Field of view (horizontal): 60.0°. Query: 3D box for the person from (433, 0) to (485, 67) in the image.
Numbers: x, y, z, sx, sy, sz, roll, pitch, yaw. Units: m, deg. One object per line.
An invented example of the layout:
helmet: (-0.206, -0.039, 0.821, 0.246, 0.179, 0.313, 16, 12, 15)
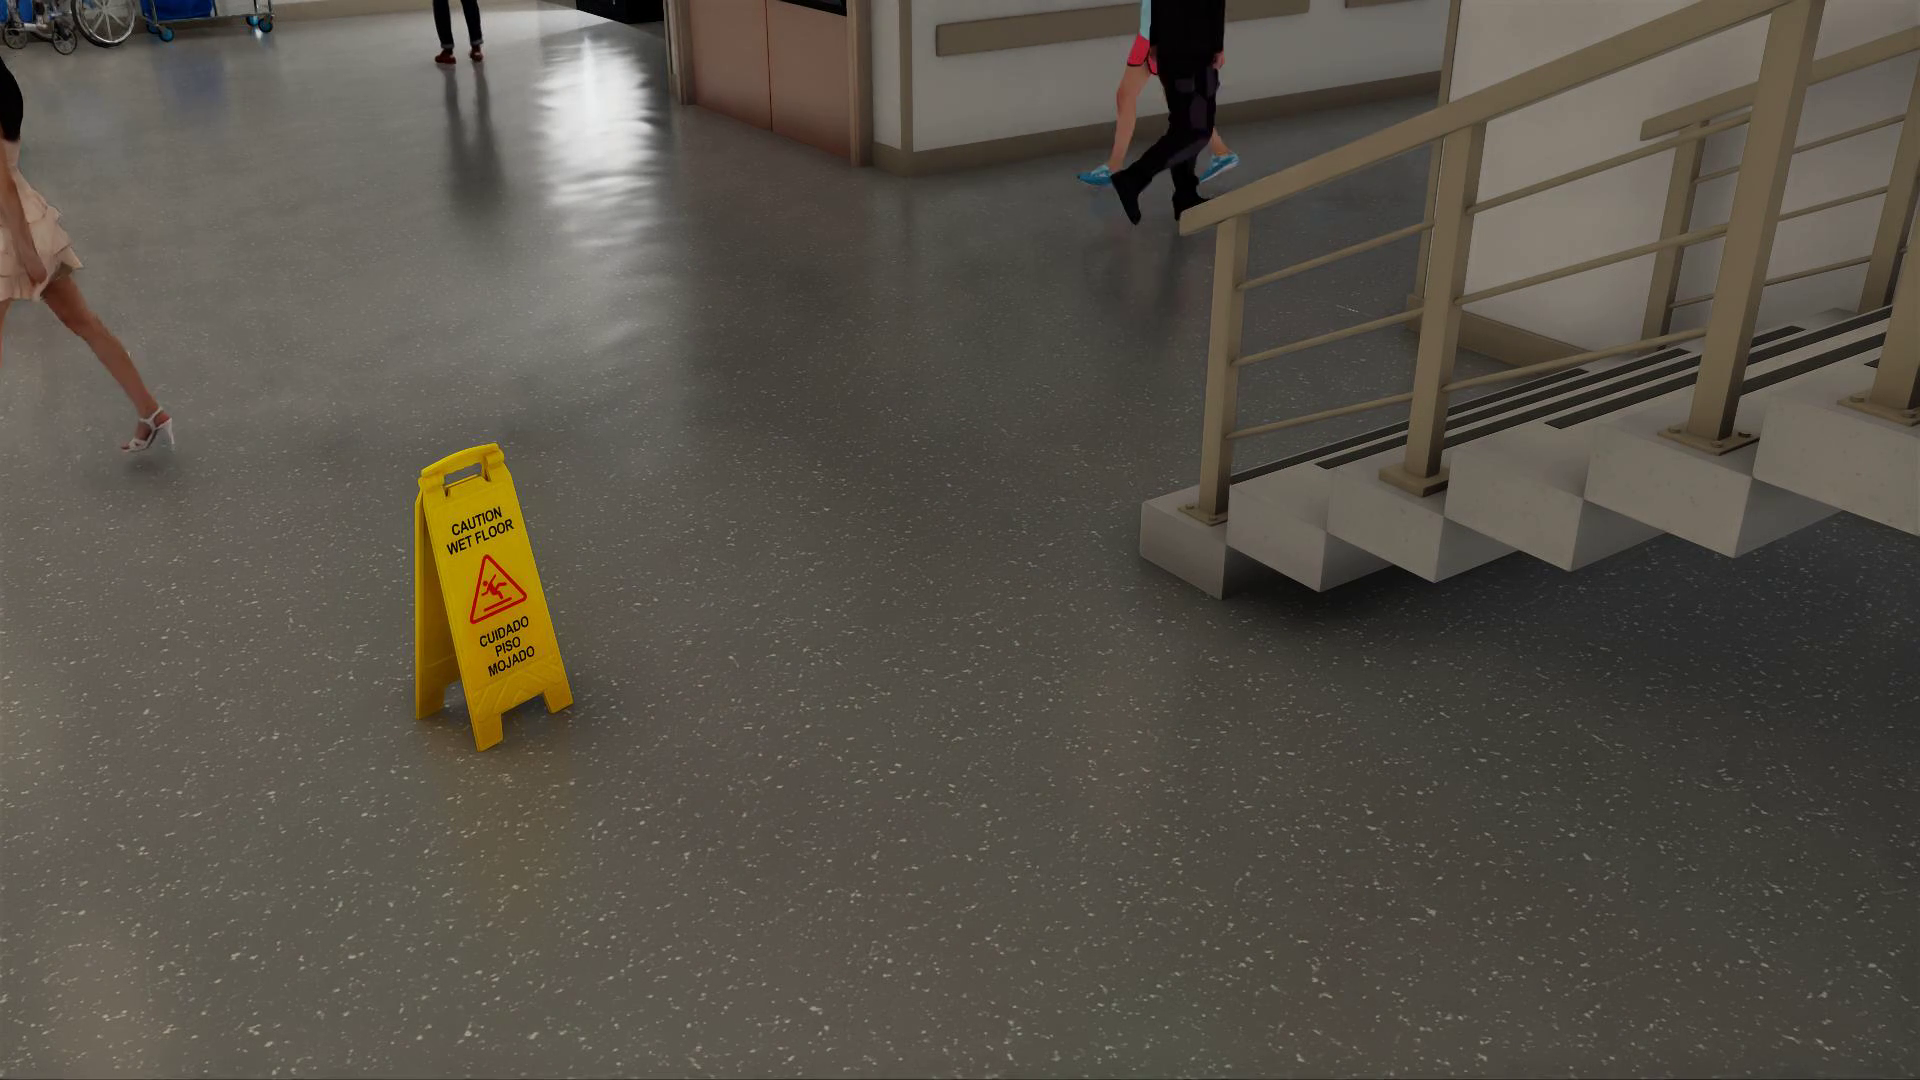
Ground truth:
person: (-4.225, -4.858, 13.662, 0.690, 1.818, 0.572, -16, 30, -30)

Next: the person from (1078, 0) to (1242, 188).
person: (1.252, -2.873, 9.653, 1.138, 1.723, 1.176, 2, 26, 4)

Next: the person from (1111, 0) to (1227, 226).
person: (1.152, -2.577, 8.852, 0.814, 1.887, 1.045, -14, 29, -27)

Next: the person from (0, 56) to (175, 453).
person: (-3.238, -1.045, 5.907, 0.880, 1.685, 1.072, -7, 27, -14)
